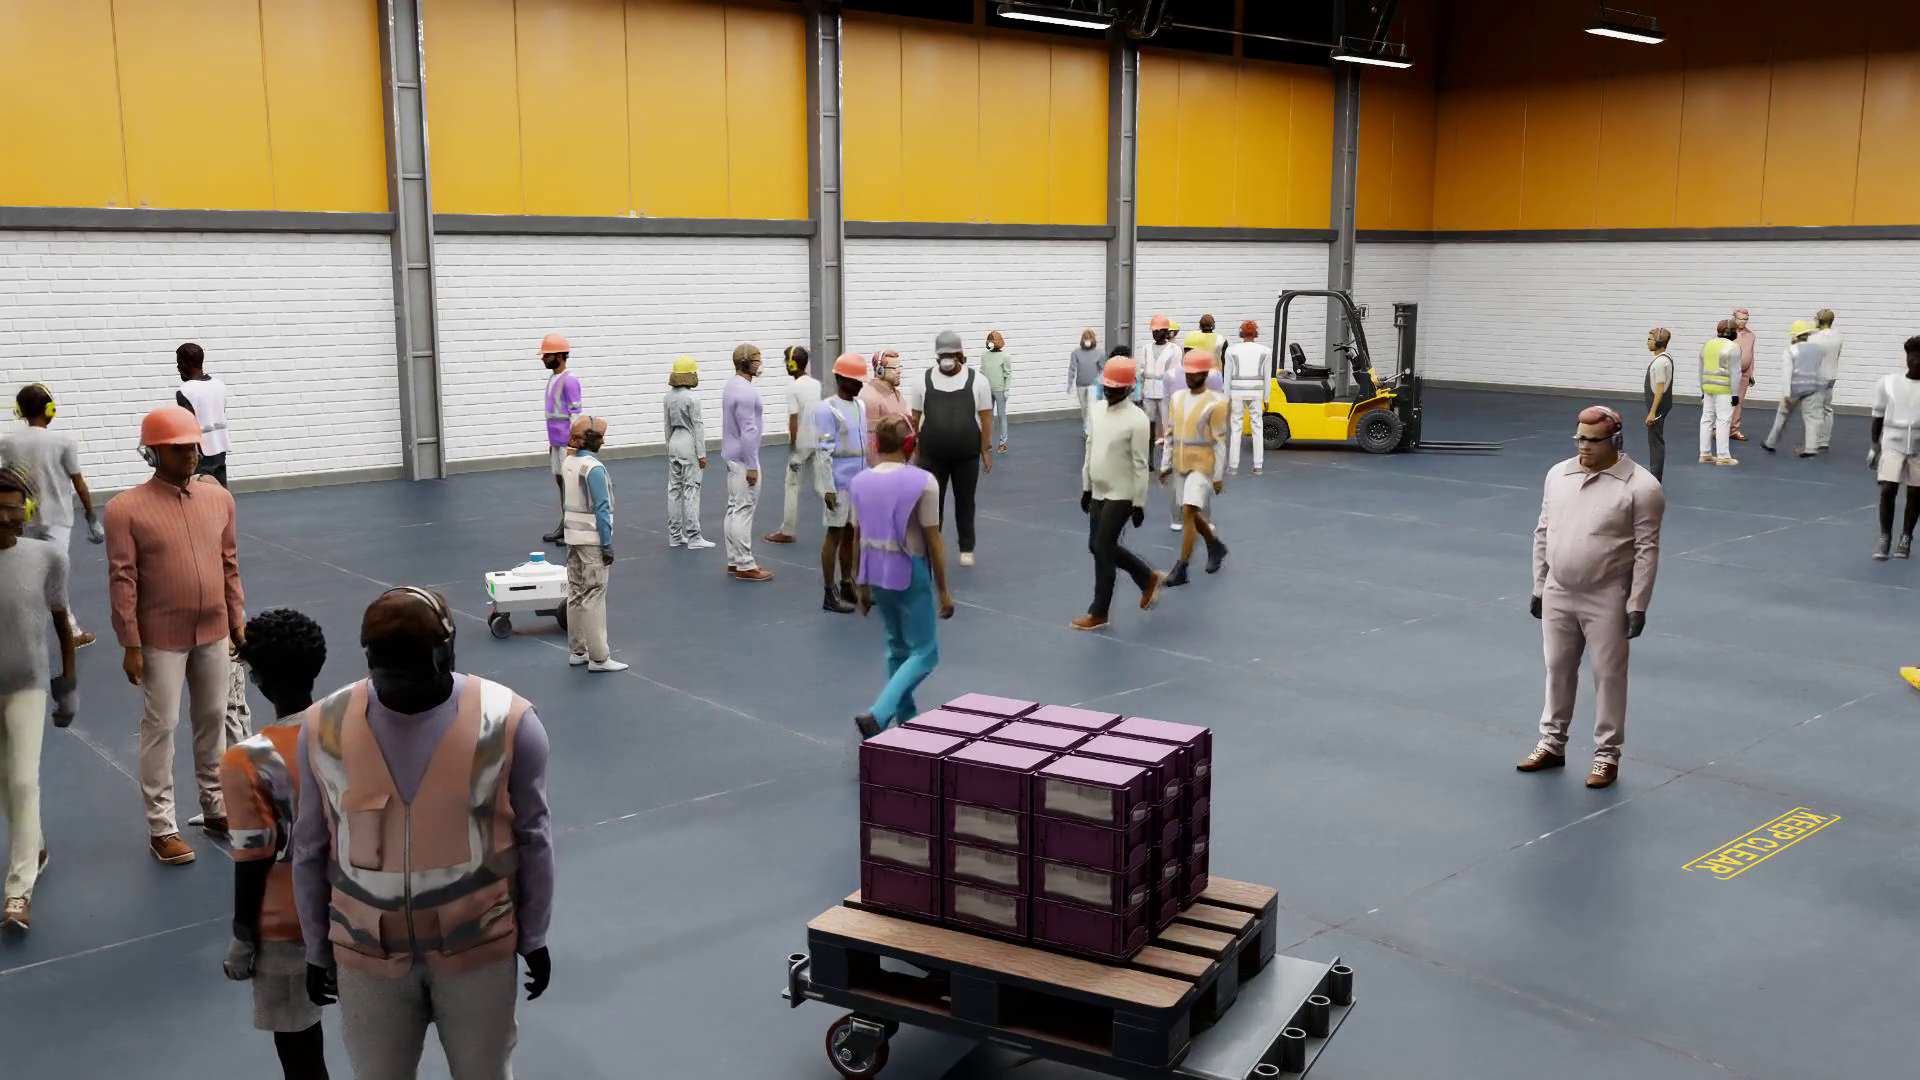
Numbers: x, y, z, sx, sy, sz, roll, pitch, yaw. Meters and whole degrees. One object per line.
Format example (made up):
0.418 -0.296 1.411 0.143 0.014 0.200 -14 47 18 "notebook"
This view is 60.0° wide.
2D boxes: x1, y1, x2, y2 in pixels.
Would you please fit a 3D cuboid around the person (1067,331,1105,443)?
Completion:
1.801 -2.180 23.647 0.510 1.582 0.895 3 10 17 "person"

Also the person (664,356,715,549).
-2.468 -0.792 15.048 0.487 1.744 0.294 8 13 39 "person"

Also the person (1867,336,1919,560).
8.175 -0.769 14.336 0.634 1.932 0.789 6 11 31 "person"

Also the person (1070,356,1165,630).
1.158 -0.335 11.746 0.722 1.959 0.639 -5 11 -26 "person"

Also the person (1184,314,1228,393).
3.405 -2.195 22.971 0.627 1.844 0.429 2 10 14 "person"

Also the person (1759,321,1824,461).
10.907 -1.957 21.731 0.595 1.787 0.935 -1 10 -8 "person"

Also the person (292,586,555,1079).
-1.342 1.015 4.185 0.633 1.839 0.429 -1 10 -8 "person"

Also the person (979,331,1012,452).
0.464 -1.998 22.426 0.499 1.633 0.286 7 12 34 "person"

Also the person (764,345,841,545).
-1.392 -0.849 15.111 0.843 1.841 0.570 6 11 30 "person"

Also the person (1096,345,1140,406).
1.658 -1.282 18.090 0.549 1.676 0.618 7 12 35 "person"

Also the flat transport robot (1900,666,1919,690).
6.449 0.835 9.828 1.431 0.197 0.652 2 10 13 "flat transport robot"

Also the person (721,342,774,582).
-1.757 -0.636 13.560 0.376 1.940 0.629 -3 10 -18 "person"

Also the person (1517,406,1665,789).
3.138 0.278 8.326 0.407 1.902 0.638 -8 13 -40 "person"

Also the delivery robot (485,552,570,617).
-2.963 0.328 11.687 0.707 0.478 0.477 -4 10 -20 "delivery robot"

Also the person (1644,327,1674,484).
7.785 -1.454 18.626 0.345 1.846 0.507 5 11 25 "person"

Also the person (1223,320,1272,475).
3.467 -1.718 20.098 0.572 1.876 0.355 1 10 3 "person"

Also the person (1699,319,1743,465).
9.644 -1.869 21.077 0.430 1.841 0.624 -3 10 -18 "person"

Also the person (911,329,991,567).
-0.082 -0.773 14.064 0.688 2.000 0.536 0 10 1 "person"

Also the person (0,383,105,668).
-5.932 -0.101 10.783 0.532 1.827 0.971 1 10 6 "person"

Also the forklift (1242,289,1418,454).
5.034 -2.339 22.783 2.313 2.155 1.214 3 10 16 "forklift"

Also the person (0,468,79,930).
-3.825 0.612 6.649 0.526 1.806 1.028 -3 10 -18 "person"

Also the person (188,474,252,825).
-3.489 0.502 7.773 0.308 1.640 0.510 -2 10 -13 "person"

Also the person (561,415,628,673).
-2.359 0.023 10.578 0.309 1.640 0.514 -8 12 -38 "person"

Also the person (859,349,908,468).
-0.569 -0.550 13.152 0.409 1.907 0.651 3 10 17 "person"

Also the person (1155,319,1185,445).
2.926 -2.186 23.140 0.327 1.769 0.525 -10 14 -44 "person"

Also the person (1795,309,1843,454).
11.496 -2.116 22.229 0.630 1.940 0.372 -7 12 -35 "person"

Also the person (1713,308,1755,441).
11.072 -2.358 23.758 0.639 1.902 0.407 -2 10 -12 "person"

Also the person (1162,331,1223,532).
2.224 -1.031 15.907 0.590 1.927 0.367 3 10 15 "person"

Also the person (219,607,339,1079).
-1.782 1.022 4.569 0.321 1.694 0.529 5 11 27 "person"

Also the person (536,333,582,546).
-3.639 -0.909 15.165 0.379 1.937 0.548 -6 12 -33 "person"

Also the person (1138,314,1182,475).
2.400 -1.753 20.101 0.545 1.939 0.354 6 11 32 "person"

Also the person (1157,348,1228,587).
1.939 -0.609 13.491 0.900 1.912 0.542 -8 13 -39 "person"

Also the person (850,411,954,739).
-0.327 0.240 8.750 0.607 1.825 0.719 8 13 41 "person"

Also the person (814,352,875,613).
-0.827 -0.431 12.390 0.382 1.932 0.553 5 11 29 "person"

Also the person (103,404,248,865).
-3.415 0.401 7.318 0.375 1.997 0.612 6 11 30 "person"

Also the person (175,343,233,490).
-6.393 -0.710 14.087 0.398 1.911 0.587 2 10 9 "person"
